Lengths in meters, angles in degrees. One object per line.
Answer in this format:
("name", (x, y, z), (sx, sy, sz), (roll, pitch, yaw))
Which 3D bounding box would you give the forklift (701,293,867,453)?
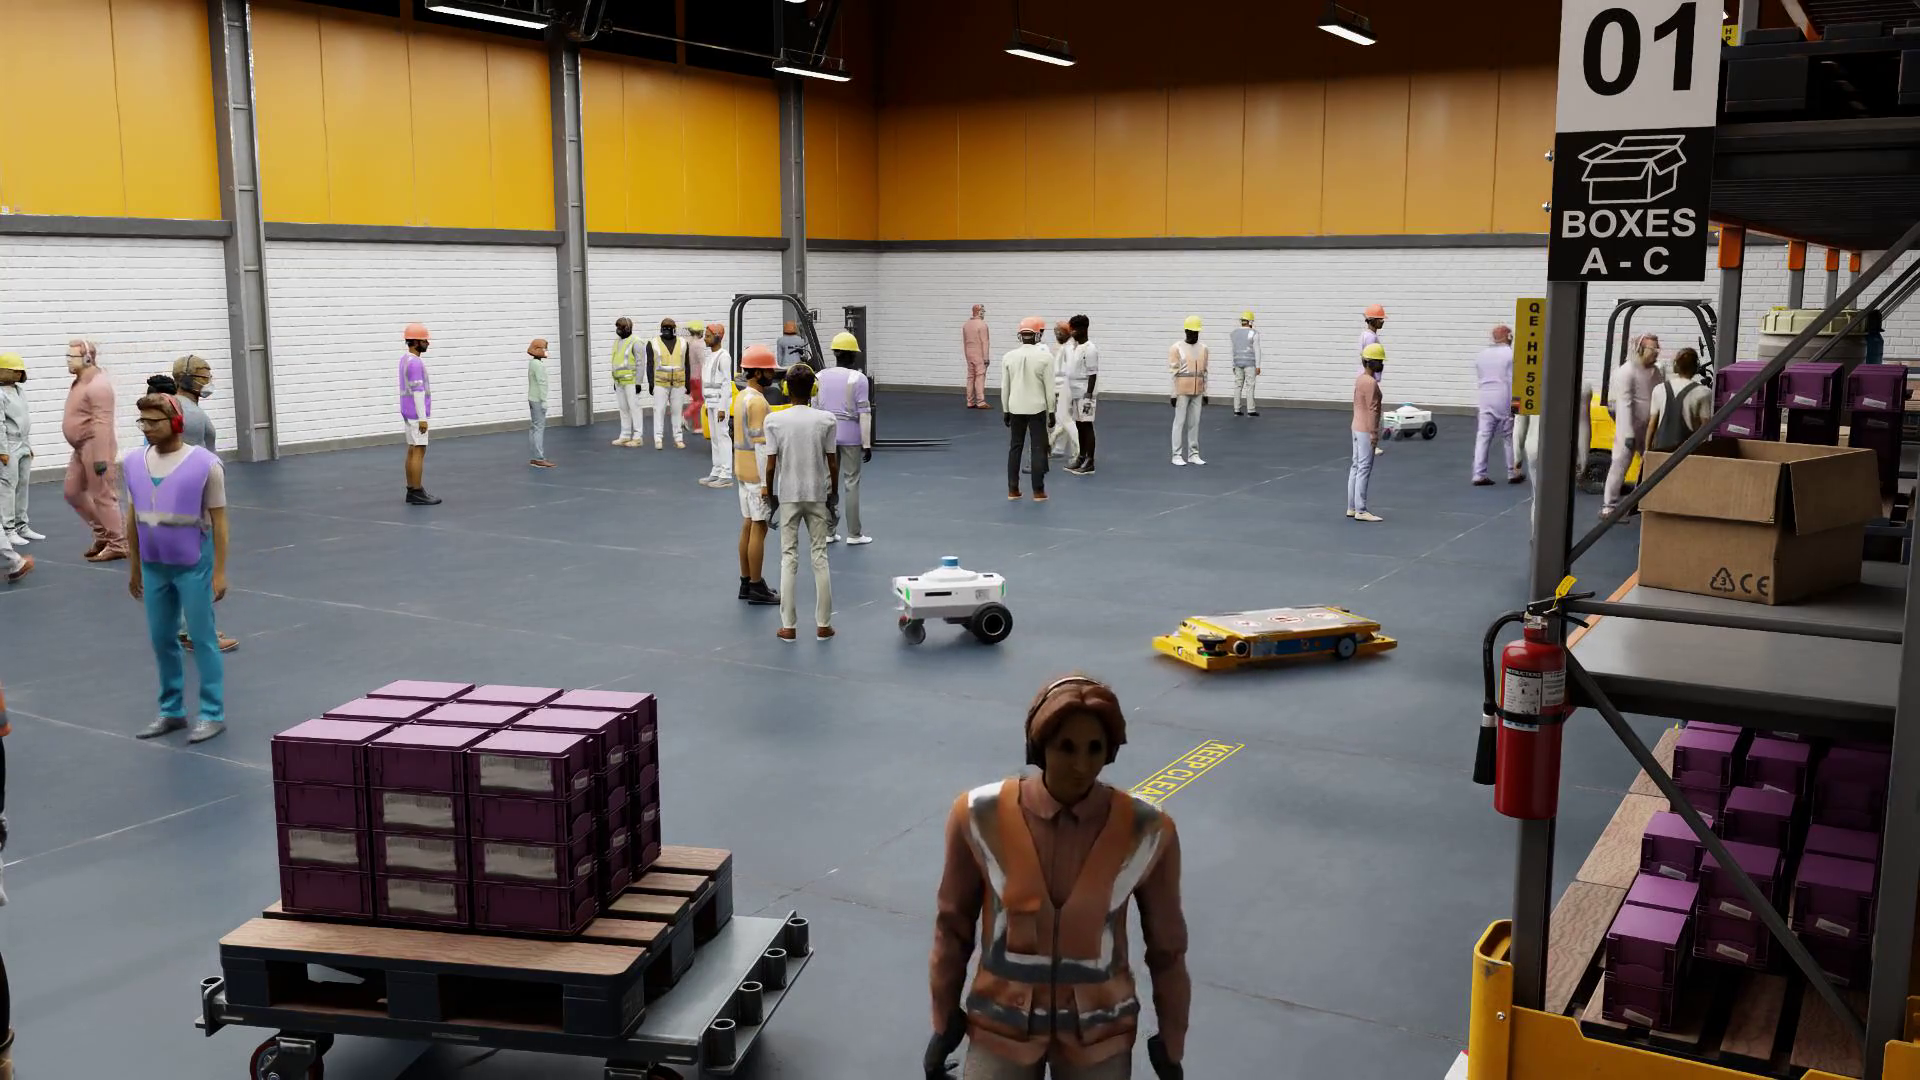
("forklift", (-2.458, -2.344, 23.176), (2.313, 2.155, 1.214), (0, 9, -2))

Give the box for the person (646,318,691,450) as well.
("person", (-4.067, -2.185, 23.290), (0.624, 1.841, 0.430), (-4, 10, -23))

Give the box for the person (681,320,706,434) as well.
("person", (-4.054, -2.462, 25.262), (0.485, 1.751, 0.542), (-6, 11, -34))

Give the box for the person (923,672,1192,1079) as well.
("person", (0.204, 1.082, 3.533), (0.568, 1.629, 0.375), (0, 9, 3))

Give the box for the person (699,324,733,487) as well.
("person", (-2.808, -1.548, 19.178), (0.355, 1.882, 0.576), (-5, 10, -27))

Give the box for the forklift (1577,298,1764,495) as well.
("forklift", (7.954, -1.589, 18.462), (2.313, 2.155, 1.214), (5, 11, 30))

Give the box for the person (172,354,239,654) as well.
("person", (-4.978, -0.232, 10.795), (0.350, 1.935, 0.634), (-7, 11, -36))

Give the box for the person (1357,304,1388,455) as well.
("person", (5.588, -2.171, 22.567), (0.374, 2.043, 0.613), (1, 9, 7))

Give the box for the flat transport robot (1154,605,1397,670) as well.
("flat transport robot", (2.034, 0.612, 10.711), (1.431, 0.197, 0.652), (-4, 10, -23))

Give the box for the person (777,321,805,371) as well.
("person", (-2.950, -3.018, 29.114), (0.498, 1.636, 0.285), (0, 9, -2))

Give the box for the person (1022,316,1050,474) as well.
("person", (0.921, -1.778, 20.440), (0.373, 1.934, 0.551), (2, 9, 14))

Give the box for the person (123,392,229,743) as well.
("person", (-4.109, 0.141, 8.760), (0.570, 1.840, 0.374), (2, 9, 12))

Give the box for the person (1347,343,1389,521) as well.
("person", (4.072, -1.072, 16.575), (0.323, 1.765, 0.533), (0, 9, -2))

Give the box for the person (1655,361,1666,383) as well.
("person", (8.565, -1.696, 20.971), (0.849, 1.590, 0.547), (-7, 11, -37))

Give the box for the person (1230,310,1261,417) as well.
("person", (4.903, -3.010, 28.460), (0.589, 1.832, 0.404), (8, 12, 41))

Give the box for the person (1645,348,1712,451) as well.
("person", (6.254, -0.742, 14.331), (0.852, 1.814, 0.539), (-8, 12, -41))

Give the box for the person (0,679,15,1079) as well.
("person", (-3.026, 0.845, 4.821), (0.317, 1.696, 0.538), (8, 12, 40))

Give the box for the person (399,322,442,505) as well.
("person", (-5.758, -1.342, 17.717), (0.368, 1.935, 0.552), (-5, 10, -30))

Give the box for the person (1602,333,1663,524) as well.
("person", (6.663, -1.051, 16.099), (0.681, 1.864, 0.927), (-6, 11, -33))

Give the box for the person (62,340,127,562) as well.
("person", (-7.388, -0.750, 14.151), (0.462, 1.895, 0.667), (-8, 12, -40))

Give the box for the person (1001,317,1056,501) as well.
("person", (0.750, -1.410, 18.008), (0.620, 1.987, 0.407), (4, 10, 25))

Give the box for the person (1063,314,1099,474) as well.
("person", (1.497, -1.783, 20.405), (0.379, 1.959, 0.604), (-2, 9, -13))

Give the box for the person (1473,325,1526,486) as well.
("person", (6.310, -1.568, 19.380), (0.905, 1.856, 0.673), (-7, 11, -36))

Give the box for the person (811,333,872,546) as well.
("person", (-1.060, -0.912, 15.074), (0.591, 1.922, 0.380), (5, 10, 26))

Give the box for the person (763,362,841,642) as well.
("person", (-1.055, -0.250, 11.113), (0.514, 1.872, 0.328), (-2, 9, -9))

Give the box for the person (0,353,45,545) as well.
("person", (-8.594, -0.833, 15.151), (0.310, 1.741, 0.493), (0, 9, -2))

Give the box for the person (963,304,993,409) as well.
("person", (0.337, -3.320, 30.158), (0.404, 1.911, 0.636), (-7, 11, -36))

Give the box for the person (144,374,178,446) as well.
("person", (-6.000, -0.408, 12.635), (0.531, 1.697, 0.320), (9, 13, 44))

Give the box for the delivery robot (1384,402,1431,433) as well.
("delivery robot", (6.611, -1.796, 24.561), (0.707, 0.478, 0.477), (-5, 11, -29))

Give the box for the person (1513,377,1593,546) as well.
("person", (4.894, -0.711, 13.831), (0.637, 1.917, 0.670), (7, 11, 37))

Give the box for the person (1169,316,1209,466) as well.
("person", (2.942, -1.905, 21.298), (0.583, 1.921, 0.390), (-5, 10, -28))

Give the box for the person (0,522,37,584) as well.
("person", (-7.665, -0.524, 12.777), (0.652, 1.881, 1.008), (3, 9, 16))

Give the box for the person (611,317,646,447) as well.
("person", (-4.742, -2.248, 23.676), (0.634, 1.841, 0.429), (9, 13, 43))

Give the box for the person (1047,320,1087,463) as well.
("person", (1.414, -1.940, 21.711), (0.588, 1.867, 0.702), (0, 9, -2))

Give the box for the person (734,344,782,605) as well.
("person", (-1.488, -0.487, 12.377), (0.356, 1.936, 0.551), (-4, 10, -21))

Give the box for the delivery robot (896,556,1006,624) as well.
("delivery robot", (-0.066, 0.354, 11.141), (0.707, 0.478, 0.477), (-2, 9, -14))

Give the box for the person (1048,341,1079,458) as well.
("person", (1.383, -1.797, 21.601), (0.589, 1.595, 0.550), (1, 9, 6))

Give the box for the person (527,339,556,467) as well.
("person", (-5.356, -1.745, 21.182), (0.286, 1.632, 0.500), (-5, 10, -27))
